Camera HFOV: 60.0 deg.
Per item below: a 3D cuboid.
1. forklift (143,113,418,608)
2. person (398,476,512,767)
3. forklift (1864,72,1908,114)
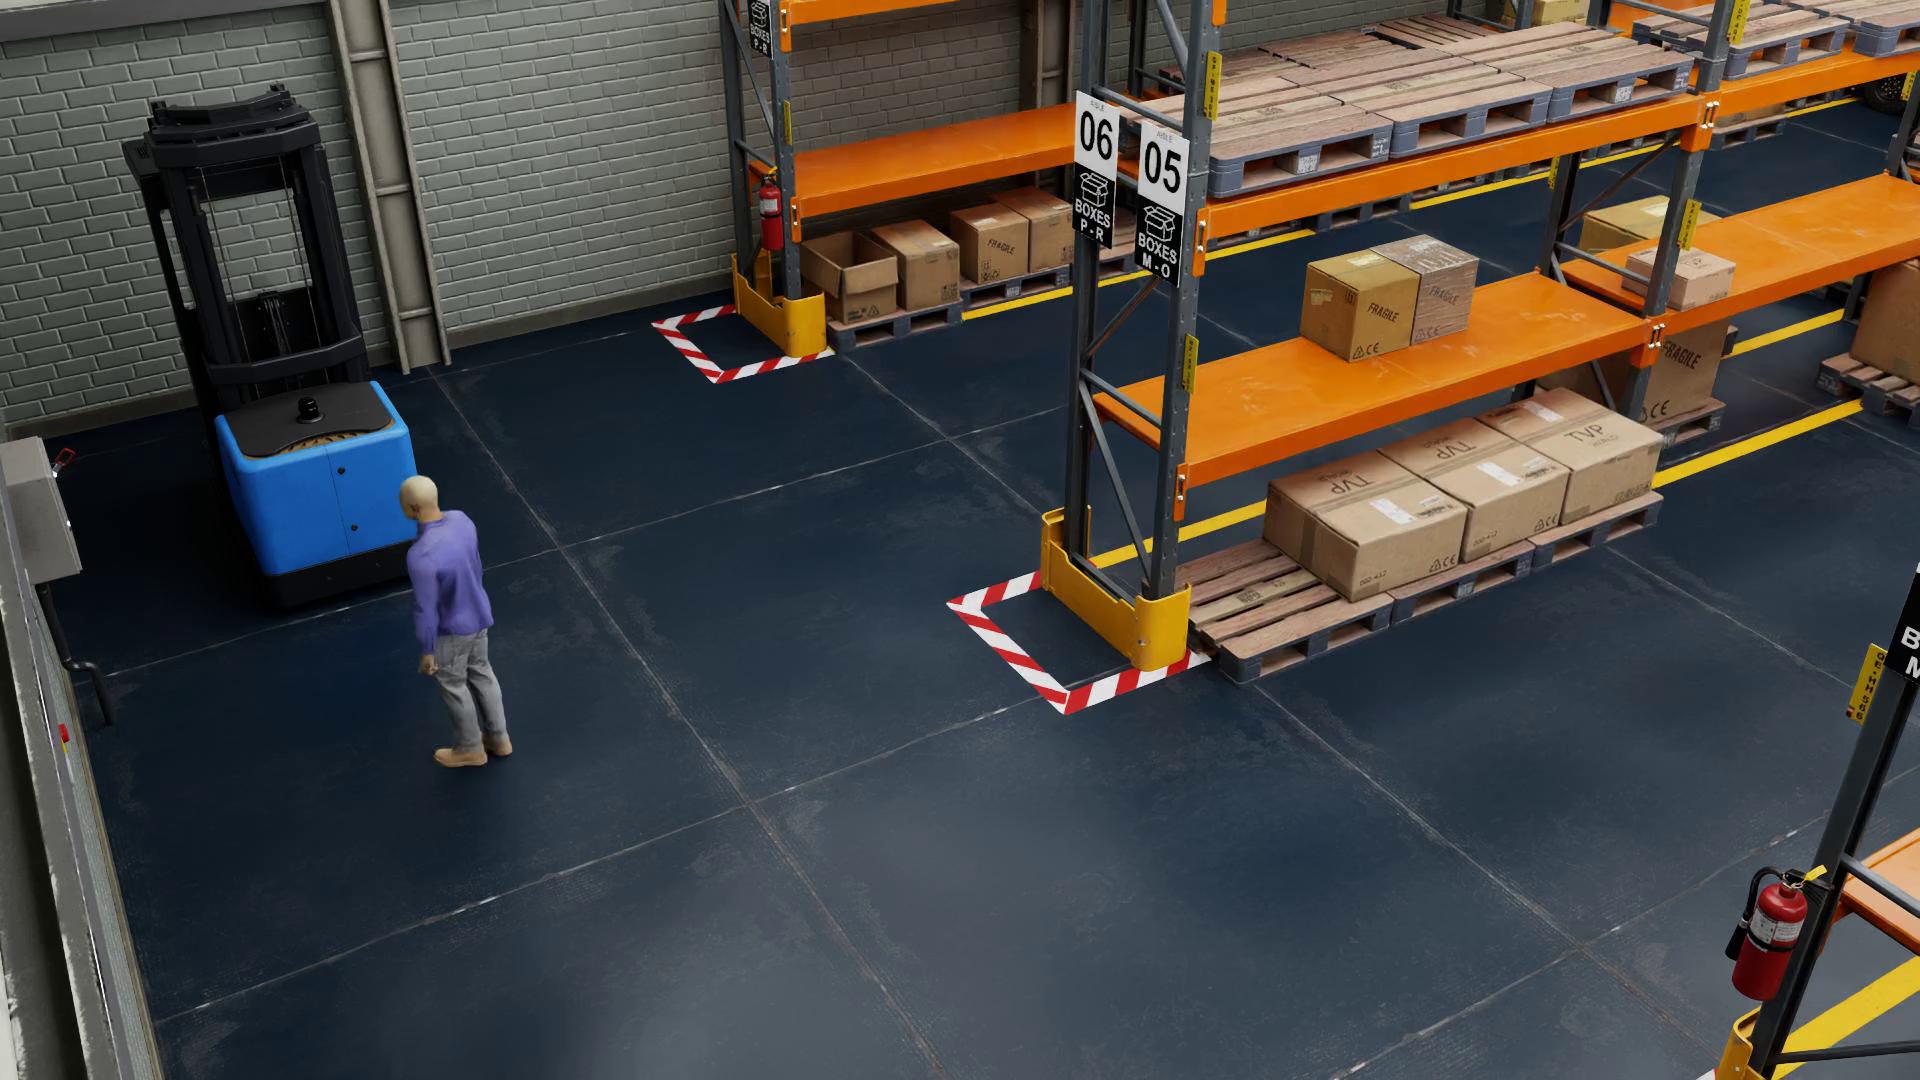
[{"bbox_3d":[-4.289,-1.259,10.509,1.129,2.768,1.873,-17,36,-26],"label":"forklift"},{"bbox_3d":[-2.656,0.453,8.771,0.435,1.786,0.620,8,33,13],"label":"person"},{"bbox_3d":[11.468,-5.645,18.244,1.214,2.155,2.313,-17,36,-26],"label":"forklift"}]
